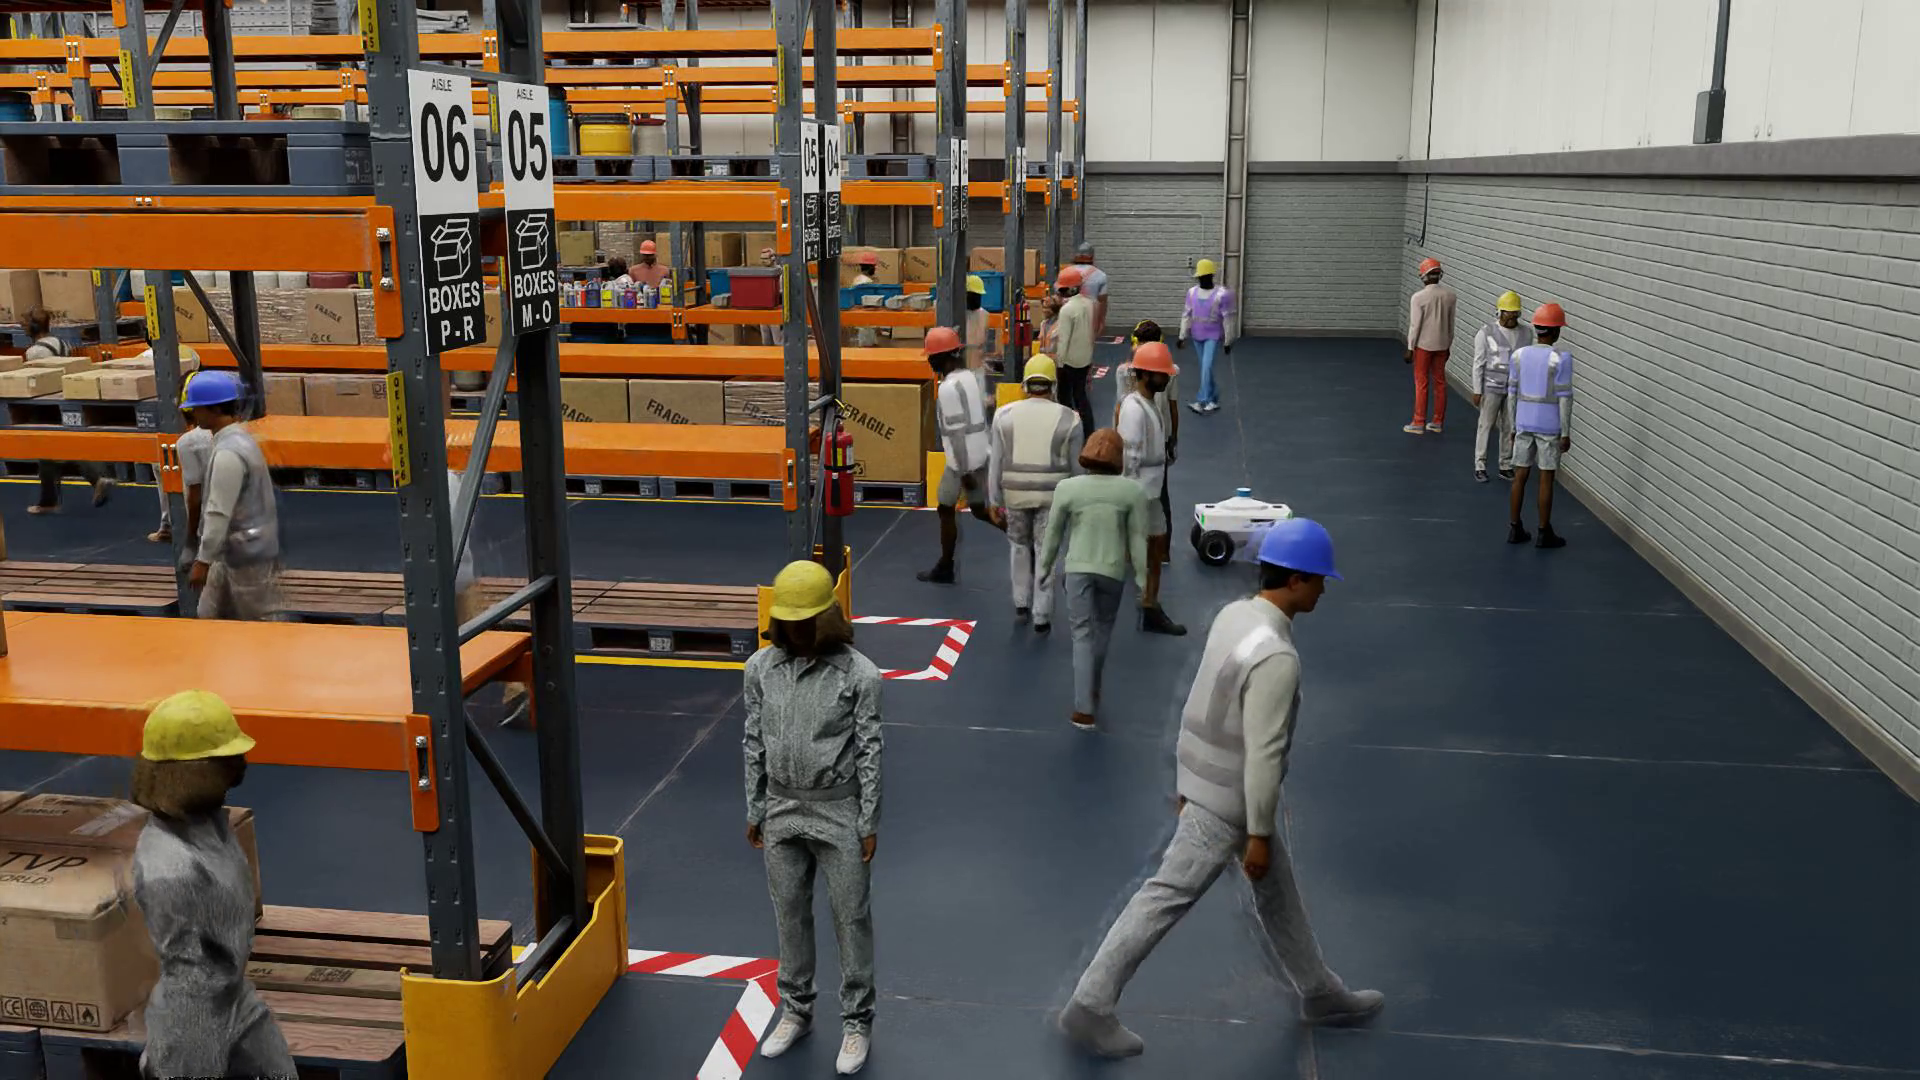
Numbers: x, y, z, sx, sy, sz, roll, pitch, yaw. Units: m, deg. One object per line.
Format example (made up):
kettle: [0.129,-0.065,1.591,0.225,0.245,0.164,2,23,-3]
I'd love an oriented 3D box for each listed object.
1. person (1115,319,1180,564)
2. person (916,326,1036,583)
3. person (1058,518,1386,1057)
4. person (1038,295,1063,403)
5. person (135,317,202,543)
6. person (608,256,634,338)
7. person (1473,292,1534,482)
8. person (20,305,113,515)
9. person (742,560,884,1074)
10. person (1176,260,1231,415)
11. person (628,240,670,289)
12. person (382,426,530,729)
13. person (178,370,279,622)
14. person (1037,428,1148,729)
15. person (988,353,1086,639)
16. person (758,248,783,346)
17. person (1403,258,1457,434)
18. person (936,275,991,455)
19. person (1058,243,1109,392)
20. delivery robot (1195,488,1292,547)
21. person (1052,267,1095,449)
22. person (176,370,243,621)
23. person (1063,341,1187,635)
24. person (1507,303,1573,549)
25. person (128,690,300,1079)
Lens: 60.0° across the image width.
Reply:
person: [1.408,-0.735,12.615,0.507,1.861,0.329,-2,13,-7]
person: [0.131,-0.579,11.861,0.872,1.890,0.567,5,13,21]
person: [0.884,0.836,5.589,1.174,1.846,0.628,0,12,-2]
person: [1.032,-1.857,18.190,0.314,1.631,0.519,-8,15,-31]
person: [-6.376,-0.899,13.386,0.429,1.844,0.626,4,13,19]
person: [-4.538,-2.873,22.301,0.430,1.840,0.625,-1,13,-6]
person: [5.214,-1.464,15.956,0.600,1.829,0.404,-2,13,-9]
person: [-7.790,-1.106,14.343,0.645,1.833,0.529,1,13,5]
person: [-0.488,0.906,5.484,0.486,1.734,0.329,4,13,16]
person: [2.974,-2.486,20.452,0.597,1.876,0.947,11,16,40]
person: [-4.432,-3.290,23.838,0.612,1.991,0.390,-4,13,-18]
person: [-2.683,0.191,8.800,0.825,1.701,0.580,1,13,5]
person: [-3.948,0.066,8.825,0.698,1.924,0.604,-6,14,-24]
person: [0.717,0.182,9.056,0.587,1.580,0.756,0,12,1]
person: [0.512,-0.300,10.745,0.609,1.810,0.656,3,13,11]
person: [-2.655,-3.149,23.420,0.399,1.900,0.647,-11,17,-41]
person: [5.333,-2.199,18.926,0.611,1.985,0.393,-5,14,-22]
person: [0.038,-1.871,17.666,0.591,1.895,0.897,-9,15,-34]
person: [1.687,-3.052,22.652,0.704,2.000,0.577,3,13,14]
delivery robot: [2.170,-0.153,12.731,0.707,0.478,0.477,0,13,1]
person: [1.227,-1.904,17.641,0.616,1.962,0.714,9,15,35]
person: [-4.202,-0.025,9.386,0.312,1.866,0.529,3,13,12]
person: [1.085,-0.328,10.666,0.735,1.914,0.551,4,13,19]
person: [4.605,-0.905,13.187,0.362,1.939,0.542,-10,16,-38]
person: [-1.961,1.200,4.207,0.874,1.705,0.494,-2,13,-10]
